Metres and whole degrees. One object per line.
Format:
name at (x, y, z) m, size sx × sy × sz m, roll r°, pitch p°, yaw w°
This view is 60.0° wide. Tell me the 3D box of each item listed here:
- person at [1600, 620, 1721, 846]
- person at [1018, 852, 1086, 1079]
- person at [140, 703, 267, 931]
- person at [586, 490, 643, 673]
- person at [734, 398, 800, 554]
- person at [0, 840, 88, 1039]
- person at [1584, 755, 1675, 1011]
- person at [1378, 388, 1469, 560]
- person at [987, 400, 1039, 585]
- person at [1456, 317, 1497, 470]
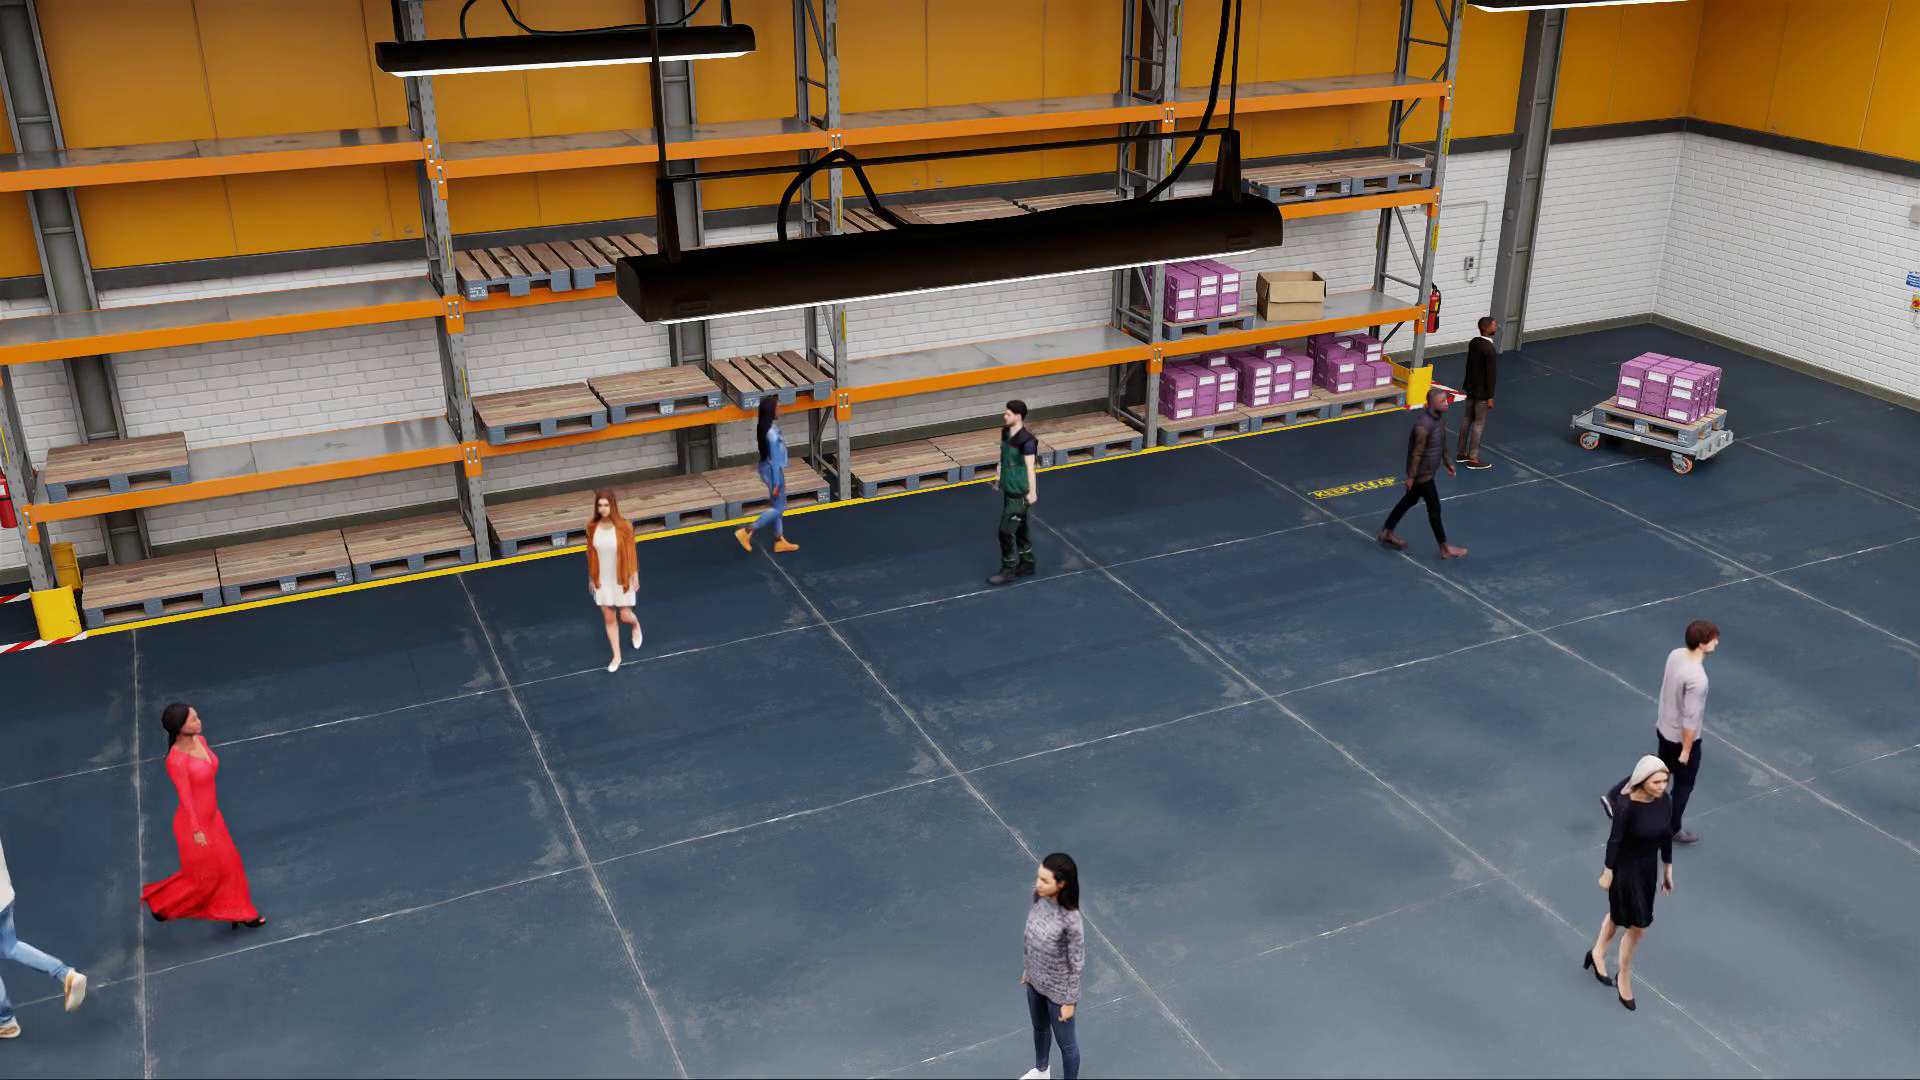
person at (5.171, 1.407, 12.189) m, size 1.071 × 1.826 × 0.907 m, roll 0°, pitch 24°, yaw 1°
person at (0.545, 2.558, 9.673) m, size 0.580 × 1.733 × 0.645 m, roll -16°, pitch 28°, yaw -32°
person at (-5.159, 1.907, 11.123) m, size 1.070 × 1.763 × 0.883 m, roll 0°, pitch 24°, yaw 0°
person at (-3.075, 0.310, 14.842) m, size 0.853 × 1.711 × 0.874 m, roll 2°, pitch 24°, yaw 5°
person at (-2.005, -0.621, 16.993) m, size 0.921 × 1.694 × 0.624 m, roll -9°, pitch 25°, yaw -21°
person at (-5.902, 2.249, 10.184) m, size 1.083 × 1.890 × 0.937 m, roll 1°, pitch 24°, yaw 2°
person at (4.261, 2.109, 10.703) m, size 0.667 × 1.730 × 0.650 m, roll -12°, pitch 26°, yaw -25°
person at (4.669, -0.697, 17.055) m, size 1.202 × 1.784 × 1.233 m, roll 13°, pitch 27°, yaw 27°
person at (0.646, -0.496, 16.474) m, size 0.805 × 1.881 × 0.695 m, roll -10°, pitch 26°, yaw -23°
person at (6.053, -1.730, 19.399) m, size 0.621 × 1.800 × 0.695 m, roll -6°, pitch 24°, yaw -13°
